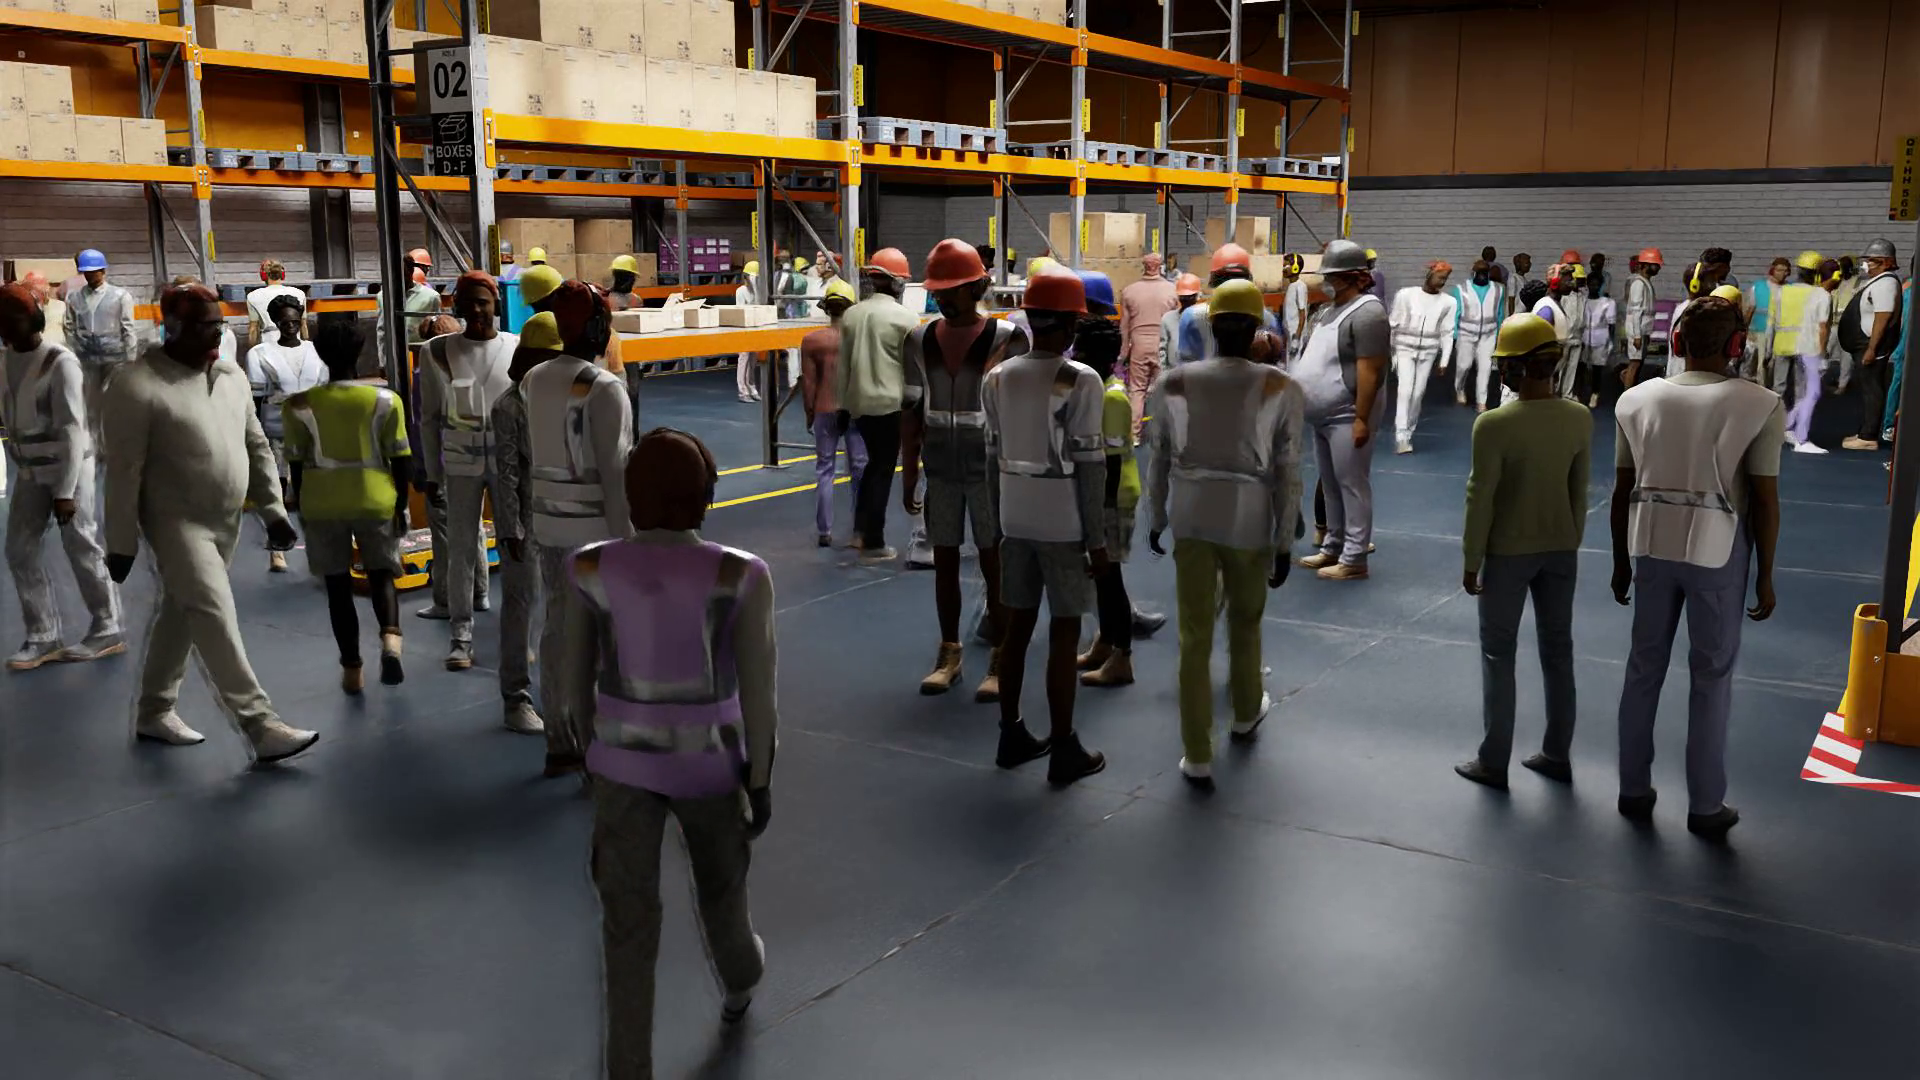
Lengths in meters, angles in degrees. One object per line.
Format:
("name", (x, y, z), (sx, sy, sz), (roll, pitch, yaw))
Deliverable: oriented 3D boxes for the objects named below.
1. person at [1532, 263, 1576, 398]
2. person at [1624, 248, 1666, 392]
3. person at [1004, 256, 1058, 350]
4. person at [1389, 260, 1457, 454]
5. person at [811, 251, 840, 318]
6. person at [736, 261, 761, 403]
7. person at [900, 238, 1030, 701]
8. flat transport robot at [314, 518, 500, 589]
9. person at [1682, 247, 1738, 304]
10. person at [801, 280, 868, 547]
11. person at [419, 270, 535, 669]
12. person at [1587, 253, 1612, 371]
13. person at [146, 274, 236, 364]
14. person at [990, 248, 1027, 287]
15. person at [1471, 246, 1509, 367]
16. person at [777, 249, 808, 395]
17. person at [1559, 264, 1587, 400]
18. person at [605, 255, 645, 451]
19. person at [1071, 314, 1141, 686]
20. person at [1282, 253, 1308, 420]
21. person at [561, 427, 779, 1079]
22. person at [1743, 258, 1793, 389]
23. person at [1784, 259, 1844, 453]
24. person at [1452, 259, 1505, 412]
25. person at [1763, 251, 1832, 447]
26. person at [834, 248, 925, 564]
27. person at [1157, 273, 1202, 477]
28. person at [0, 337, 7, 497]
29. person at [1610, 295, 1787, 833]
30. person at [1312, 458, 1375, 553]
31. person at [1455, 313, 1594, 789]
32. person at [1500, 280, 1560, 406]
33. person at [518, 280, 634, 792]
("person", (4.851, -1.371, 13.801), (0.392, 1.836, 0.563), (5, 12, 27))
("person", (8.000, -2.442, 19.478), (0.388, 1.930, 0.544), (6, 12, 32))
("person", (0.560, -0.906, 11.001), (0.590, 1.915, 0.499), (-2, 10, -10))
("person", (4.331, -1.717, 15.713), (0.660, 1.831, 0.771), (1, 10, 6))
("person", (-1.451, -2.237, 18.408), (0.401, 1.904, 0.646), (-8, 13, -39))
("person", (-2.598, -2.591, 20.775), (0.327, 1.760, 0.524), (4, 11, 23))
("person", (0.007, -0.303, 7.353), (0.613, 2.031, 0.403), (4, 11, 22))
("flat transport robot", (-3.133, 0.066, 10.169), (0.652, 0.197, 1.431), (7, 12, 33))
("person", (8.682, -2.427, 19.361), (0.628, 1.940, 0.373), (1, 10, 4))
("person", (-0.779, -0.824, 10.980), (0.522, 1.762, 0.320), (1, 10, 7))
("person", (-2.250, -0.331, 7.903), (0.574, 1.881, 0.357), (-3, 11, -17))
("person", (9.753, -3.494, 25.586), (0.413, 1.822, 0.542), (-4, 11, -19))
("person", (-4.722, -0.729, 10.302), (0.514, 1.820, 0.768), (-3, 11, -17))
("person", (0.601, -2.754, 21.246), (0.595, 1.914, 0.394), (0, 10, 2))
("person", (8.404, -3.711, 26.507), (0.629, 1.933, 0.365), (-2, 10, -9))
("person", (-2.334, -2.894, 22.033), (0.640, 1.916, 0.865), (-4, 11, -19))
("person", (7.155, -2.352, 19.485), (0.492, 1.742, 0.320), (-6, 12, -29))
("person", (-3.177, -1.701, 15.495), (0.614, 1.883, 0.706), (-9, 13, -40))
("person", (0.655, -0.182, 7.627), (0.322, 1.687, 0.546), (-1, 10, -7))
("person", (3.746, -2.285, 18.762), (0.326, 1.874, 0.518), (0, 10, -1))
("person", (-0.674, 0.528, 3.947), (0.524, 1.588, 0.897), (0, 10, 2))
("person", (9.595, -2.407, 19.628), (0.587, 1.795, 0.924), (1, 10, 7))
("person", (8.184, -1.756, 15.926), (0.432, 1.849, 0.637), (3, 11, 18))
("person", (6.161, -2.452, 19.896), (0.645, 1.810, 0.812), (1, 10, 7))
("person", (8.199, -1.858, 16.303), (0.593, 1.934, 0.407), (9, 14, 42))
("person", (-0.477, -0.836, 10.454), (0.623, 1.970, 0.519), (9, 14, 41))
("person", (1.927, -1.386, 14.133), (0.566, 1.744, 0.350), (6, 12, 32))
("person", (-7.728, -1.177, 12.993), (0.352, 1.738, 0.573), (6, 12, 31))
("person", (2.503, 0.087, 5.724), (0.394, 1.836, 0.559), (-10, 14, -44))
("person", (2.508, -0.762, 10.806), (0.317, 1.695, 0.540), (-5, 11, -25))
("person", (2.083, 0.046, 6.174), (0.530, 1.761, 0.340), (-3, 11, -17))
("person", (4.729, -1.306, 13.823), (0.535, 1.697, 0.318), (7, 12, 35))
("person", (-1.399, -0.013, 6.158), (0.579, 1.879, 0.347), (10, 14, 44))
